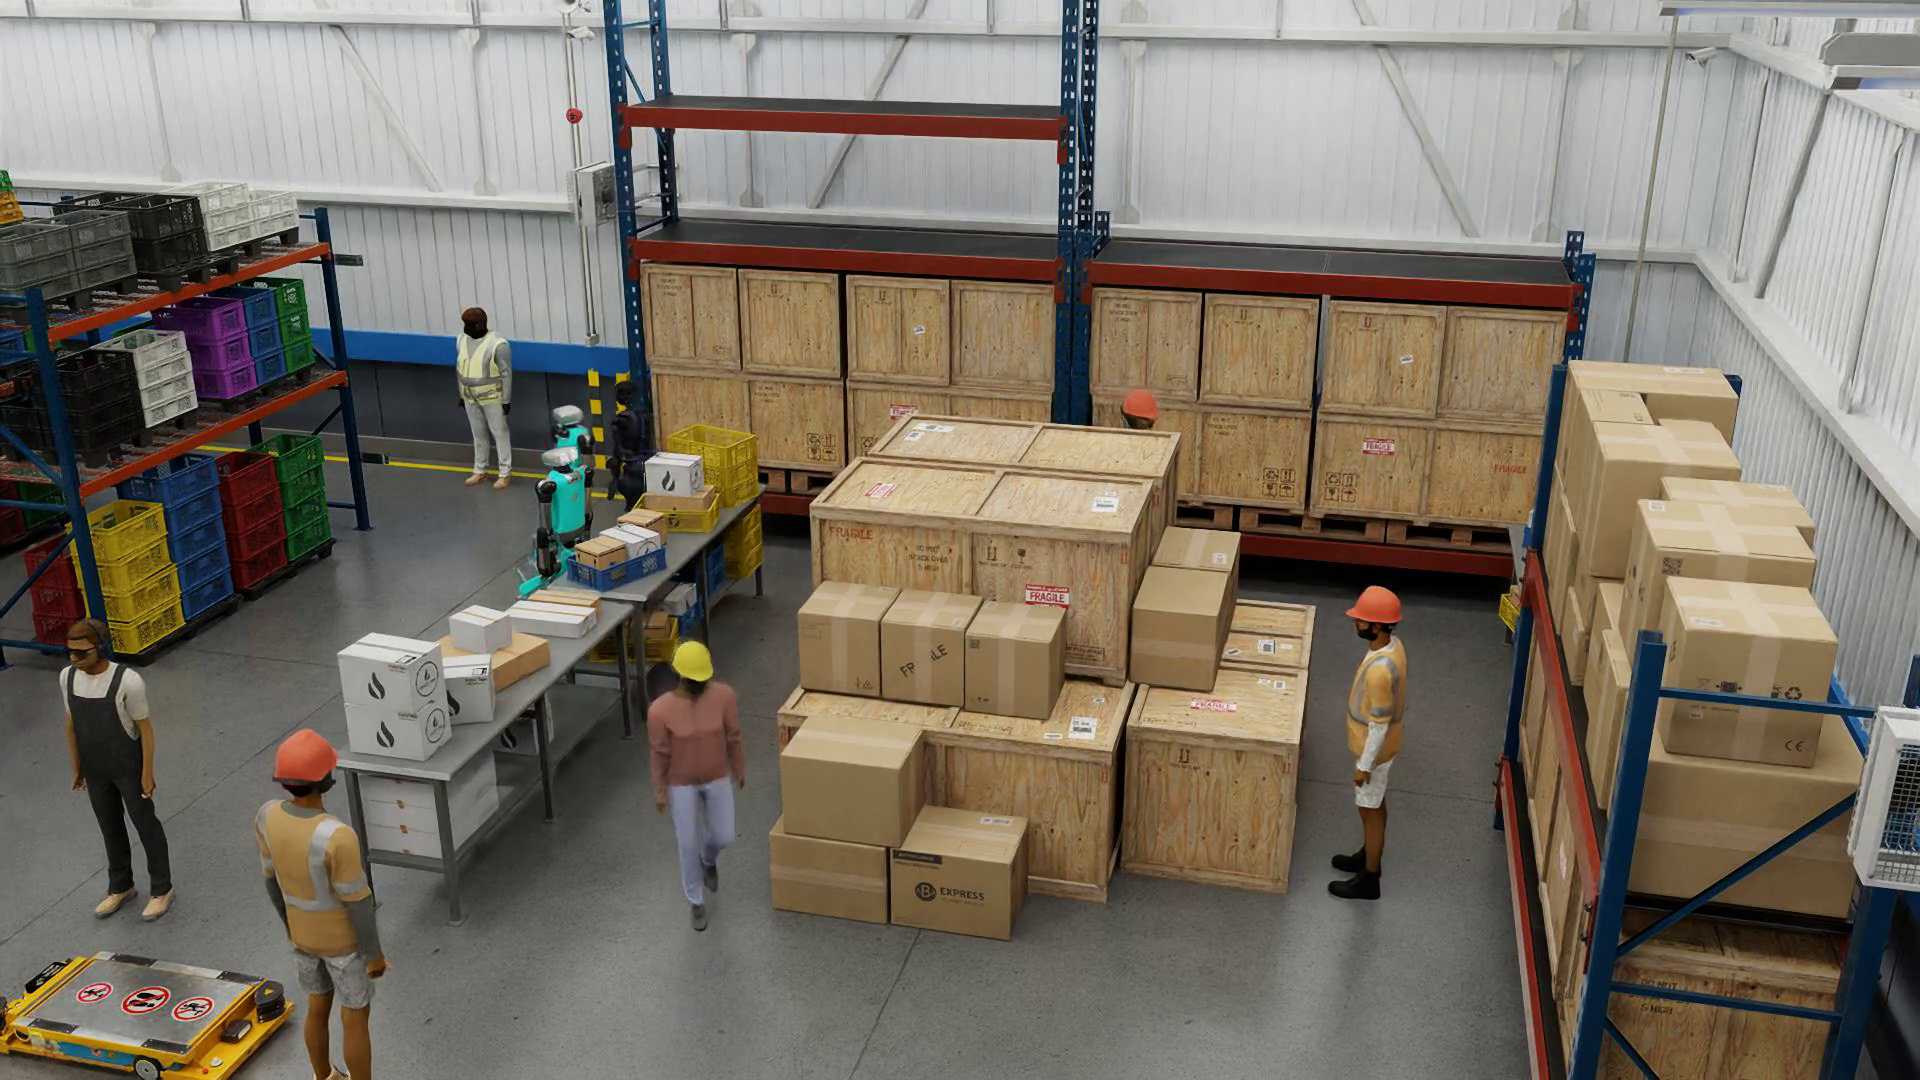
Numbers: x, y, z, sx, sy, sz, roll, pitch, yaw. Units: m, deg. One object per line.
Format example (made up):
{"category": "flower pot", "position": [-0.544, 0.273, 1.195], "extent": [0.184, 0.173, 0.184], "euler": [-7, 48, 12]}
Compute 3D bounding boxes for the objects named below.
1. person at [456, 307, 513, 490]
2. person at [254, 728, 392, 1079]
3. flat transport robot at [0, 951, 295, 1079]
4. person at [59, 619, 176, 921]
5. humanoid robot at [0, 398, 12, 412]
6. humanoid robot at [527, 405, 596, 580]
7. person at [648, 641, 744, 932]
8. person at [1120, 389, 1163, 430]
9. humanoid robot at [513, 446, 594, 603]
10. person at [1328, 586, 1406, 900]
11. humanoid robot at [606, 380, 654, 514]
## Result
{"category": "person", "position": [-4.735, -1.412, 16.544], "extent": [0.619, 1.840, 0.431], "euler": [9, 23, 22]}
{"category": "person", "position": [-2.940, 1.819, 7.801], "extent": [0.613, 2.044, 0.366], "euler": [11, 23, 26]}
{"category": "flat transport robot", "position": [-4.270, 2.464, 8.601], "extent": [1.431, 0.231, 0.659], "euler": [5, 22, 13]}
{"category": "person", "position": [-4.803, 1.299, 9.438], "extent": [0.506, 1.846, 0.346], "euler": [3, 21, 7]}
{"category": "humanoid robot", "position": [-9.394, -1.232, 16.345], "extent": [0.575, 1.887, 0.693], "euler": [13, 25, 31]}
{"category": "humanoid robot", "position": [-3.277, -0.186, 13.484], "extent": [0.930, 1.759, 0.542], "euler": [-18, 27, -39]}
{"category": "person", "position": [-1.490, 1.346, 9.430], "extent": [0.541, 1.751, 0.428], "euler": [-7, 22, -18]}
{"category": "person", "position": [1.326, -0.218, 13.154], "extent": [0.646, 2.030, 0.619], "euler": [16, 26, 36]}
{"category": "humanoid robot", "position": [-3.134, 0.068, 12.624], "extent": [0.735, 1.677, 0.533], "euler": [12, 24, 29]}
{"category": "person", "position": [2.364, 1.176, 9.633], "extent": [0.376, 1.937, 0.545], "euler": [7, 22, 18]}
{"category": "humanoid robot", "position": [-2.891, -0.584, 14.609], "extent": [0.514, 1.640, 0.611], "euler": [8, 22, 21]}
